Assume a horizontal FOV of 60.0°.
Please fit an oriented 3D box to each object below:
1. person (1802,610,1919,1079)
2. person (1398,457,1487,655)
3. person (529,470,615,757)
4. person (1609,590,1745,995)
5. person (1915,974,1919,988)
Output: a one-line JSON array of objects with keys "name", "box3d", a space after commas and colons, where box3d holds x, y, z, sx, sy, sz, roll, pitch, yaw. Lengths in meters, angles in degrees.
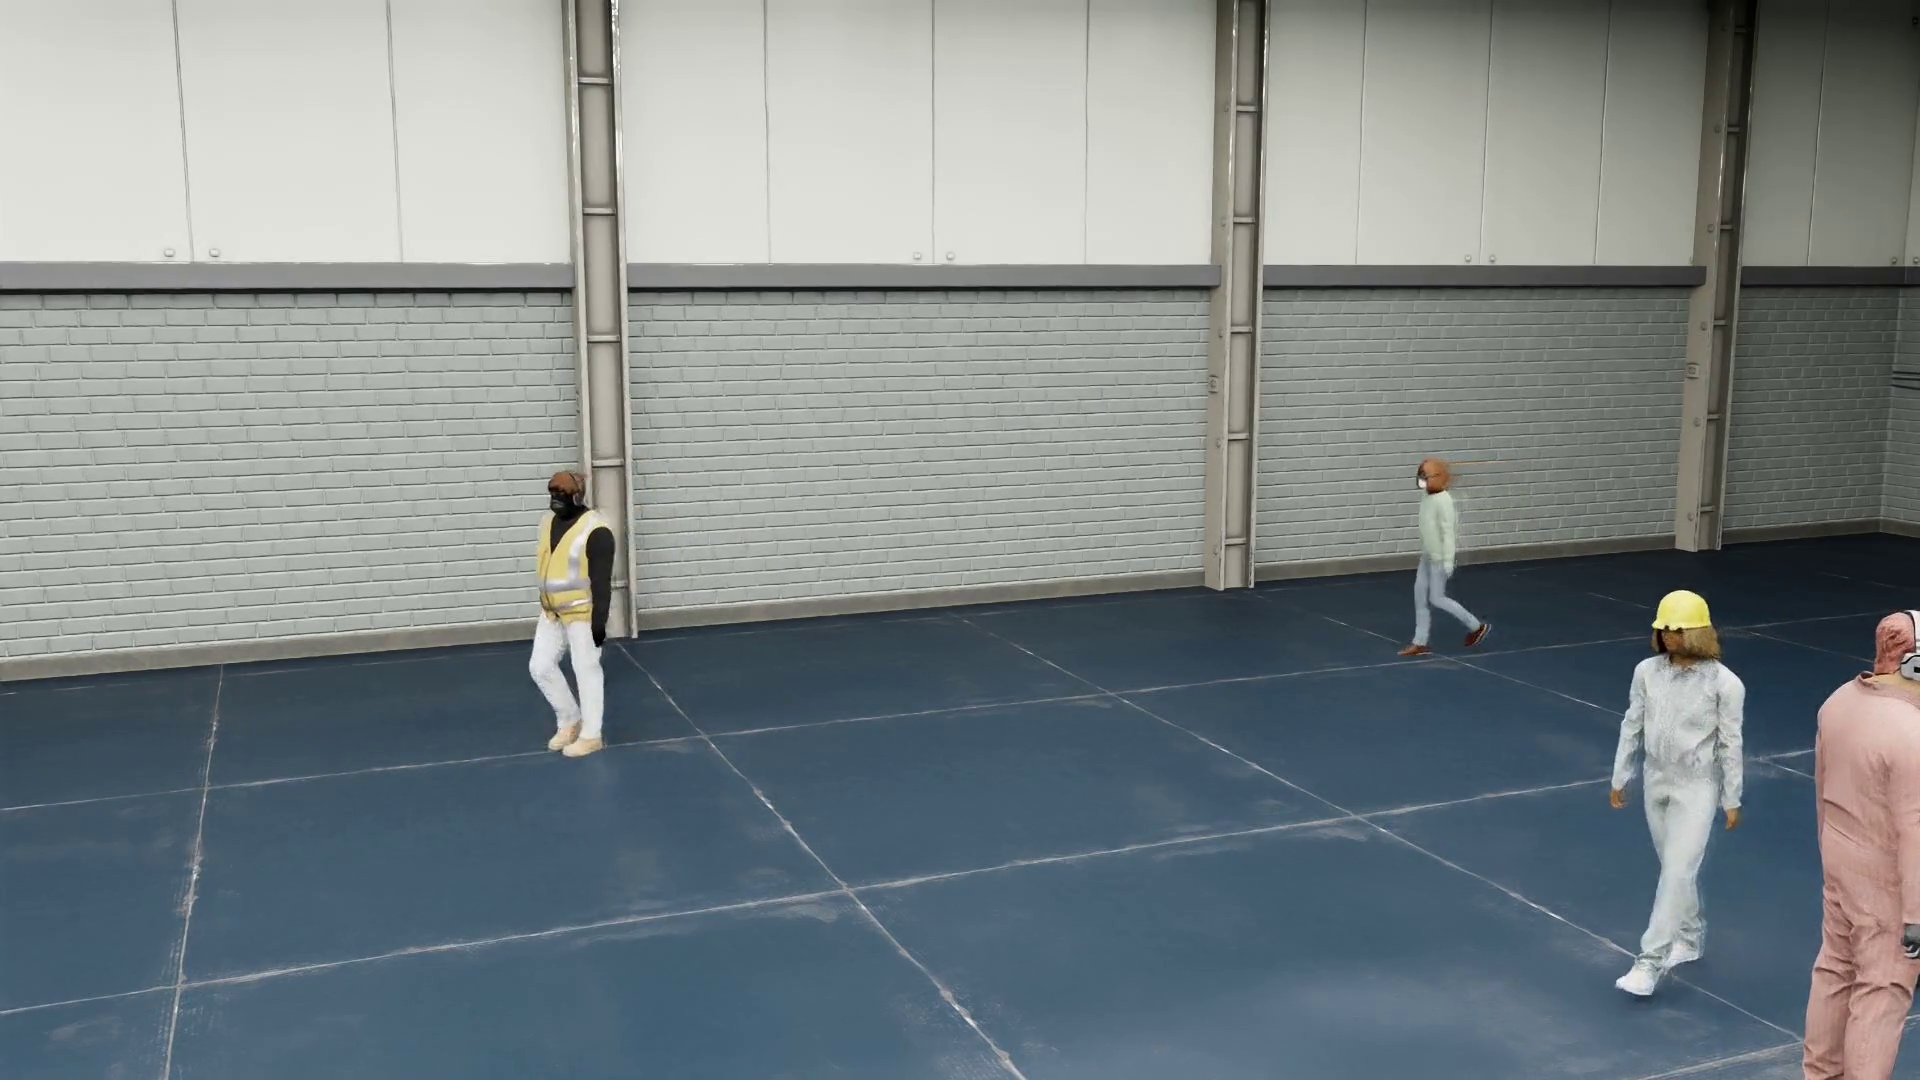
[{"name": "person", "box3d": [3.204, 1.177, 5.745, 0.403, 1.906, 0.652, 0, 9, 3]}, {"name": "person", "box3d": [3.852, 0.138, 13.208, 0.623, 1.607, 0.505, -1, 9, -7]}, {"name": "person", "box3d": [-2.438, 0.469, 10.445, 0.659, 1.824, 0.465, 7, 11, 36]}, {"name": "person", "box3d": [2.982, 1.066, 7.065, 0.846, 1.707, 0.502, -5, 11, -31]}, {"name": "person", "box3d": [4.278, 1.027, 6.842, 0.968, 1.860, 0.659, 0, 9, -2]}]
